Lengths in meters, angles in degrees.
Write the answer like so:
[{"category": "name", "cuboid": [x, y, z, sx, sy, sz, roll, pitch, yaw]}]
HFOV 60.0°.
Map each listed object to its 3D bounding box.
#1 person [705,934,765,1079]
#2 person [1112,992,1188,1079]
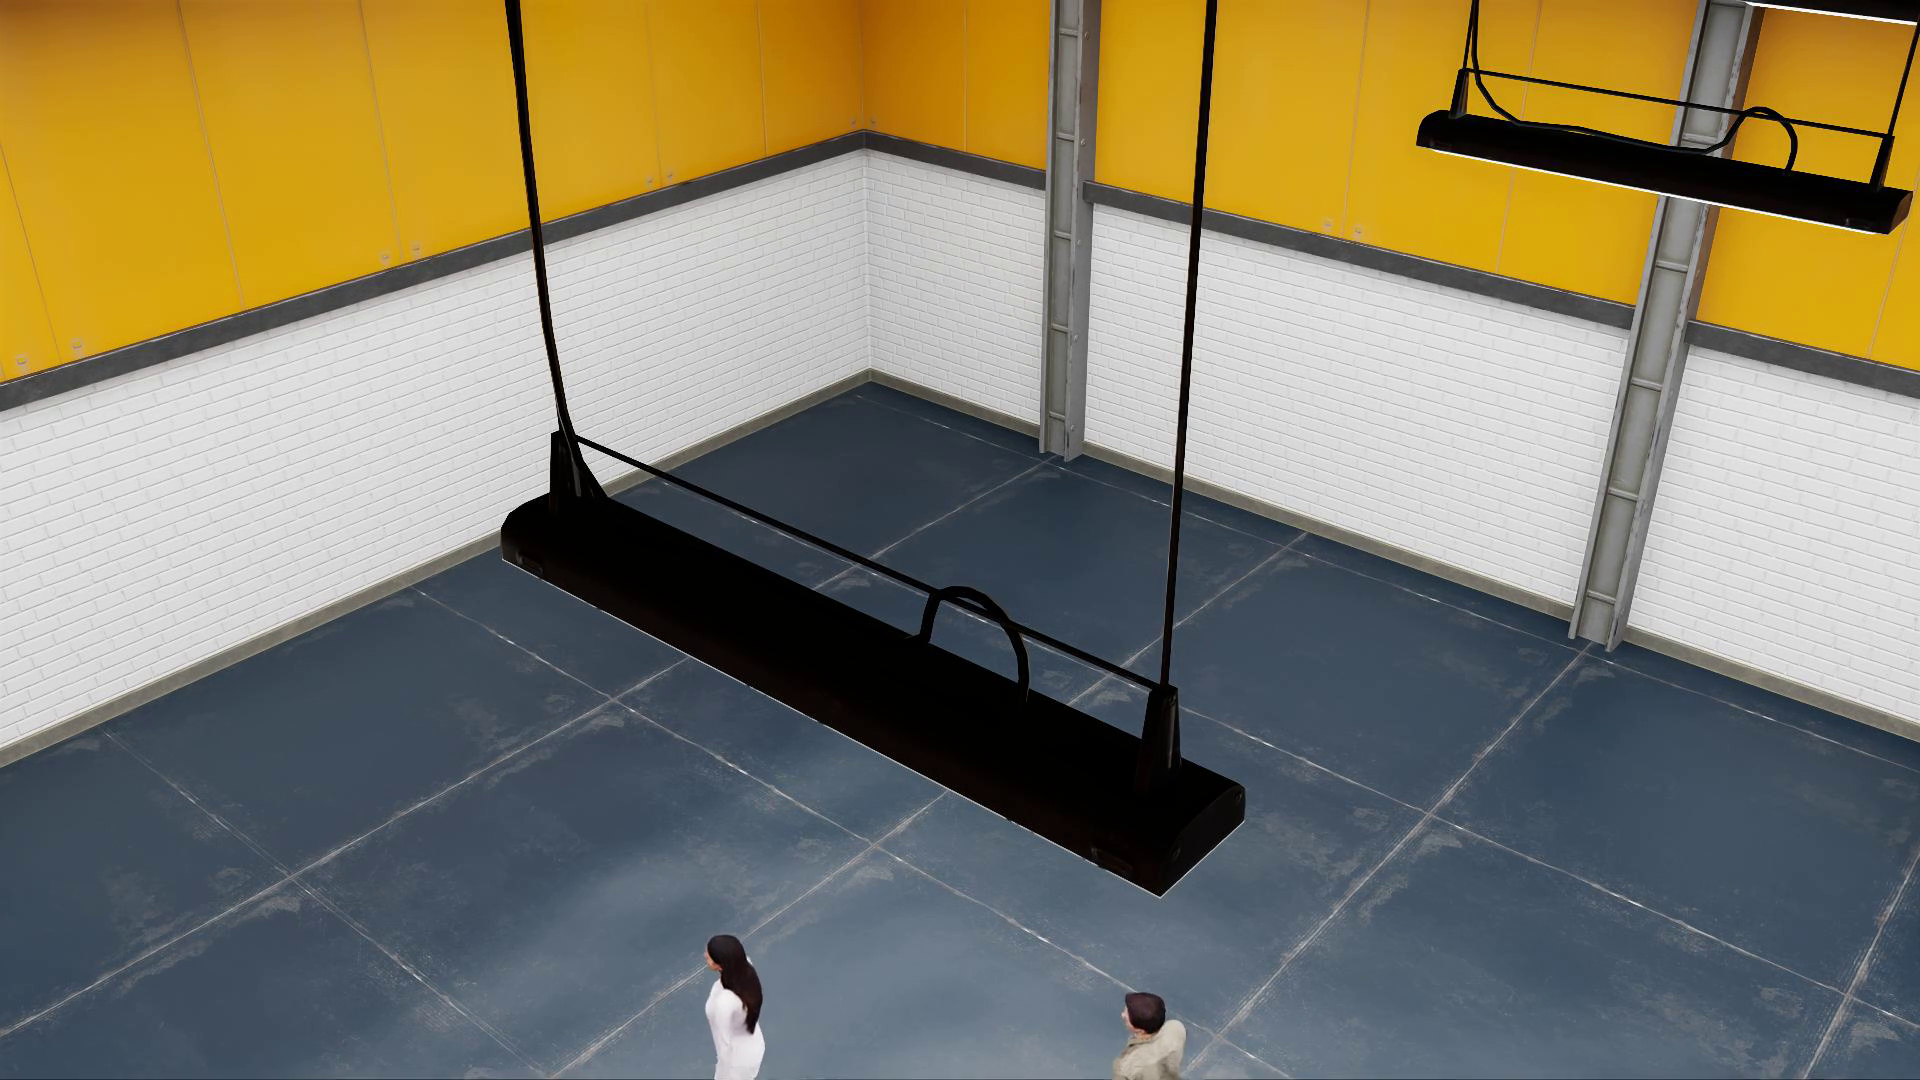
[{"category": "person", "cuboid": [-1.162, 2.916, 9.327, 1.038, 1.795, 0.856, 7, 29, 13]}, {"category": "person", "cuboid": [1.079, 3.156, 8.834, 0.929, 1.847, 1.251, -16, 32, -27]}]
